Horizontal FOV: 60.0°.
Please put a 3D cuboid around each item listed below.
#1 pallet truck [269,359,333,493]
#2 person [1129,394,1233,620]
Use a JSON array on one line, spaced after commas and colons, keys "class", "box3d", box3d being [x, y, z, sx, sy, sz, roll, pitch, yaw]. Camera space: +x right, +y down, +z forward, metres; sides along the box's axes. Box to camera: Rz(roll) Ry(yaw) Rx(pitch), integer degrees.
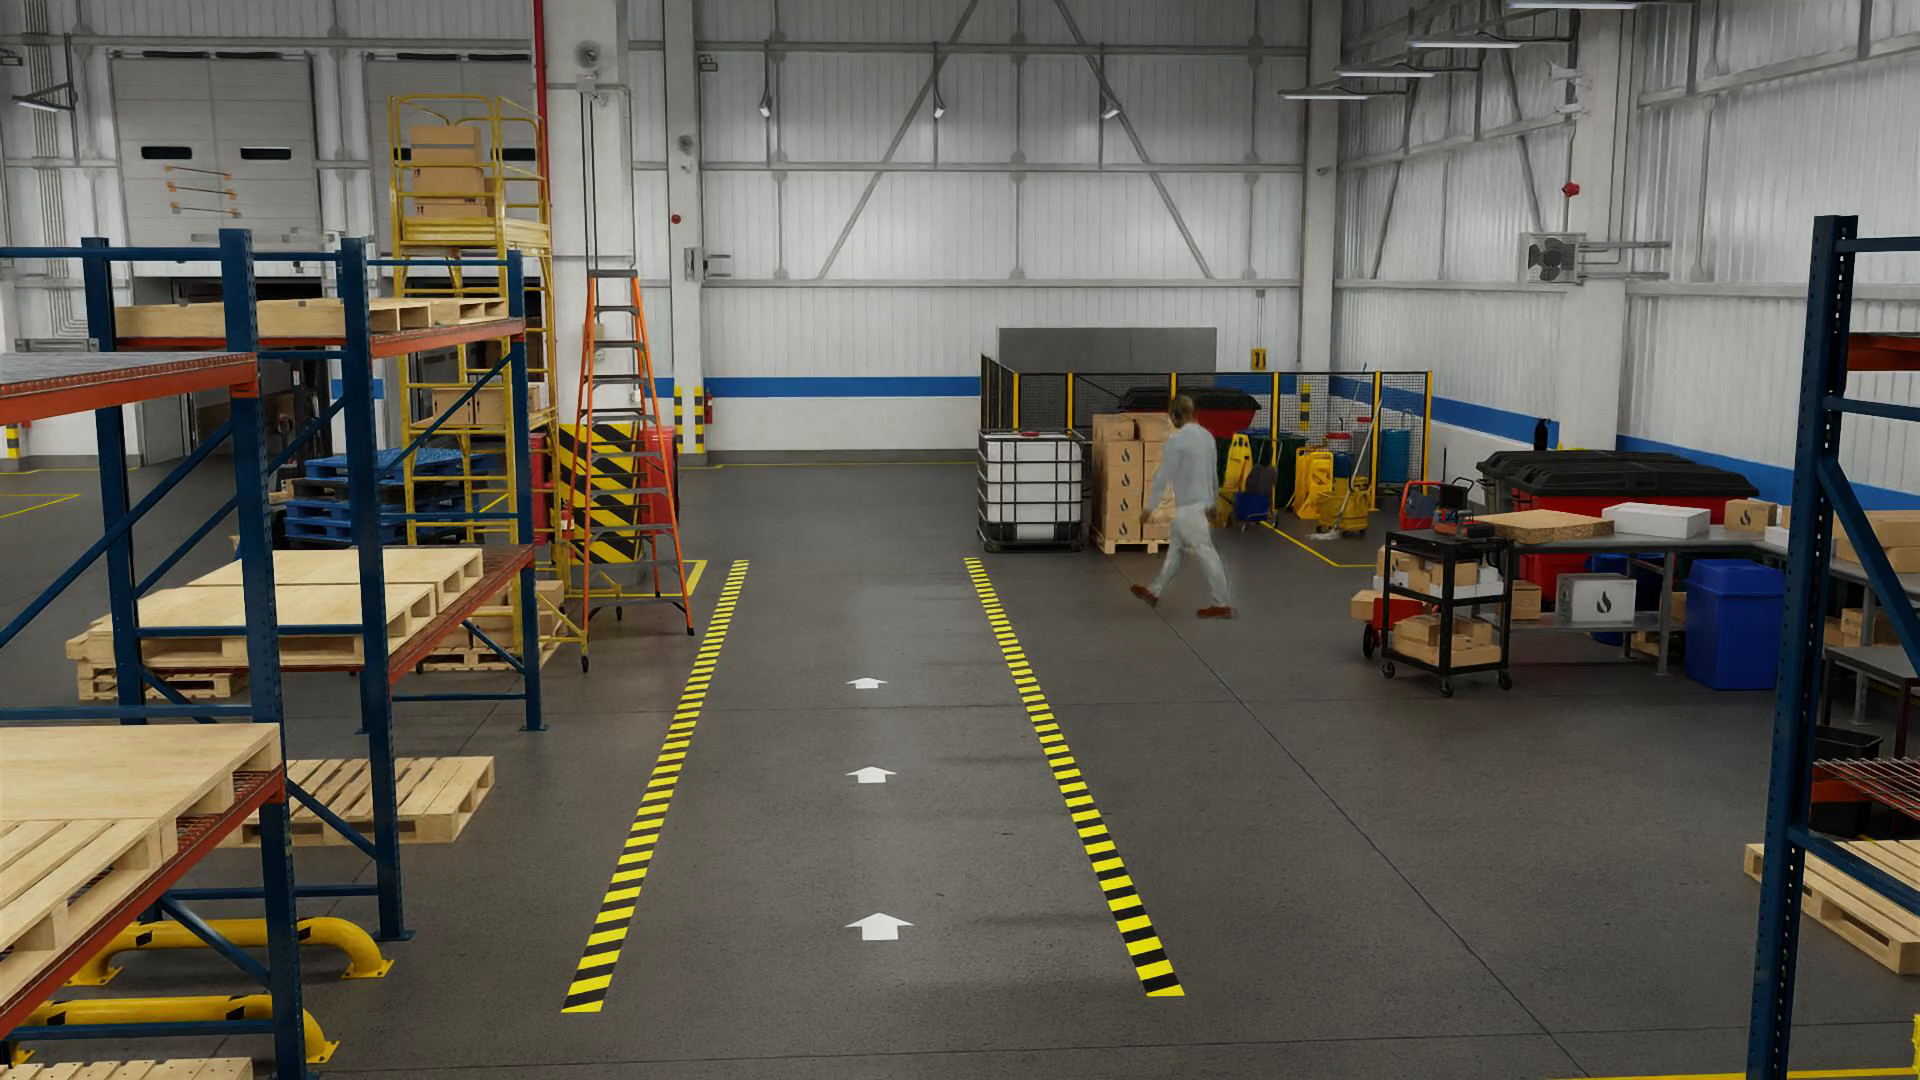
[{"class": "pallet truck", "box3d": [-7.062, -1.131, 18.996, 1.885, 1.965, 0.823, 2, 9, 13]}, {"class": "person", "box3d": [1.883, -0.284, 14.058, 1.044, 1.870, 0.655, 6, 11, 34]}]
